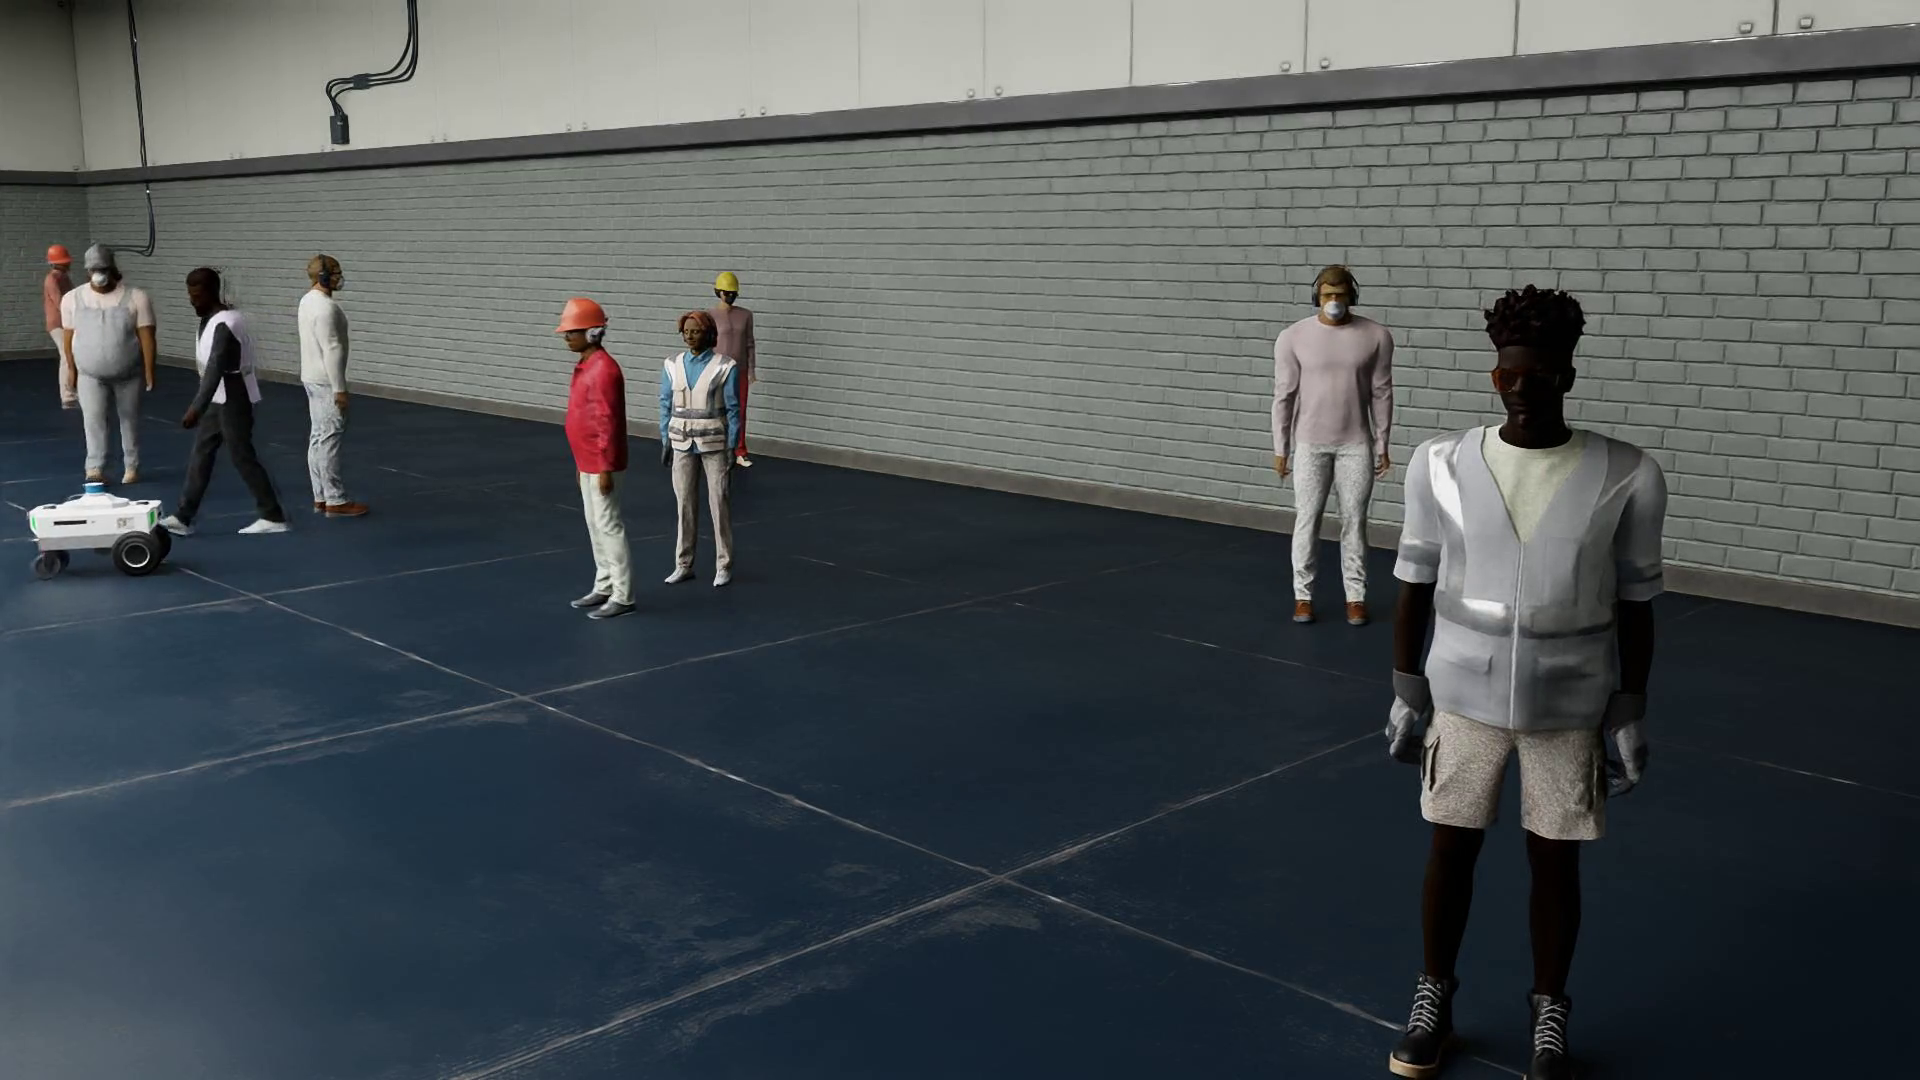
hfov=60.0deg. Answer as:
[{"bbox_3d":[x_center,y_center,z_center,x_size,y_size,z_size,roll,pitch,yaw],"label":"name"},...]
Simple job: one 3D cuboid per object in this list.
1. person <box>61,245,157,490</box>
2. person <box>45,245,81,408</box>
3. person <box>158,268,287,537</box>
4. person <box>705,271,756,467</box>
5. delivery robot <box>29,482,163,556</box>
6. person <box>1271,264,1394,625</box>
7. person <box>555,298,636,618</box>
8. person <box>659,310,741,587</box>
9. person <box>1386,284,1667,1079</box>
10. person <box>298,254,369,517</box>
[{"bbox_3d":[-6.955,-1.424,13.607,0.707,2.000,0.990,-4,11,-19],"label":"person"},{"bbox_3d":[-10.800,-2.576,20.097,0.398,1.977,0.643,-2,11,-10],"label":"person"},{"bbox_3d":[-5.086,-0.916,11.348,0.898,1.855,0.618,-9,14,-39],"label":"person"},{"bbox_3d":[-2.062,-1.512,14.867,0.518,1.757,0.339,-7,13,-34],"label":"person"},{"bbox_3d":[-5.314,-0.111,10.249,0.707,0.478,0.477,-3,11,-17],"label":"delivery robot"},{"bbox_3d":[1.986,-0.504,8.913,0.634,1.929,0.378,1,10,5],"label":"person"},{"bbox_3d":[-2.006,-0.445,9.092,0.353,1.741,0.567,-5,12,-27],"label":"person"},{"bbox_3d":[-1.542,-0.543,9.899,0.512,1.641,0.307,3,11,14],"label":"person"},{"bbox_3d":[1.338,0.376,3.997,0.612,1.963,0.363,4,11,23],"label":"person"},{"bbox_3d":[-4.682,-1.137,12.330,0.364,1.939,0.633,-7,13,-34],"label":"person"}]
